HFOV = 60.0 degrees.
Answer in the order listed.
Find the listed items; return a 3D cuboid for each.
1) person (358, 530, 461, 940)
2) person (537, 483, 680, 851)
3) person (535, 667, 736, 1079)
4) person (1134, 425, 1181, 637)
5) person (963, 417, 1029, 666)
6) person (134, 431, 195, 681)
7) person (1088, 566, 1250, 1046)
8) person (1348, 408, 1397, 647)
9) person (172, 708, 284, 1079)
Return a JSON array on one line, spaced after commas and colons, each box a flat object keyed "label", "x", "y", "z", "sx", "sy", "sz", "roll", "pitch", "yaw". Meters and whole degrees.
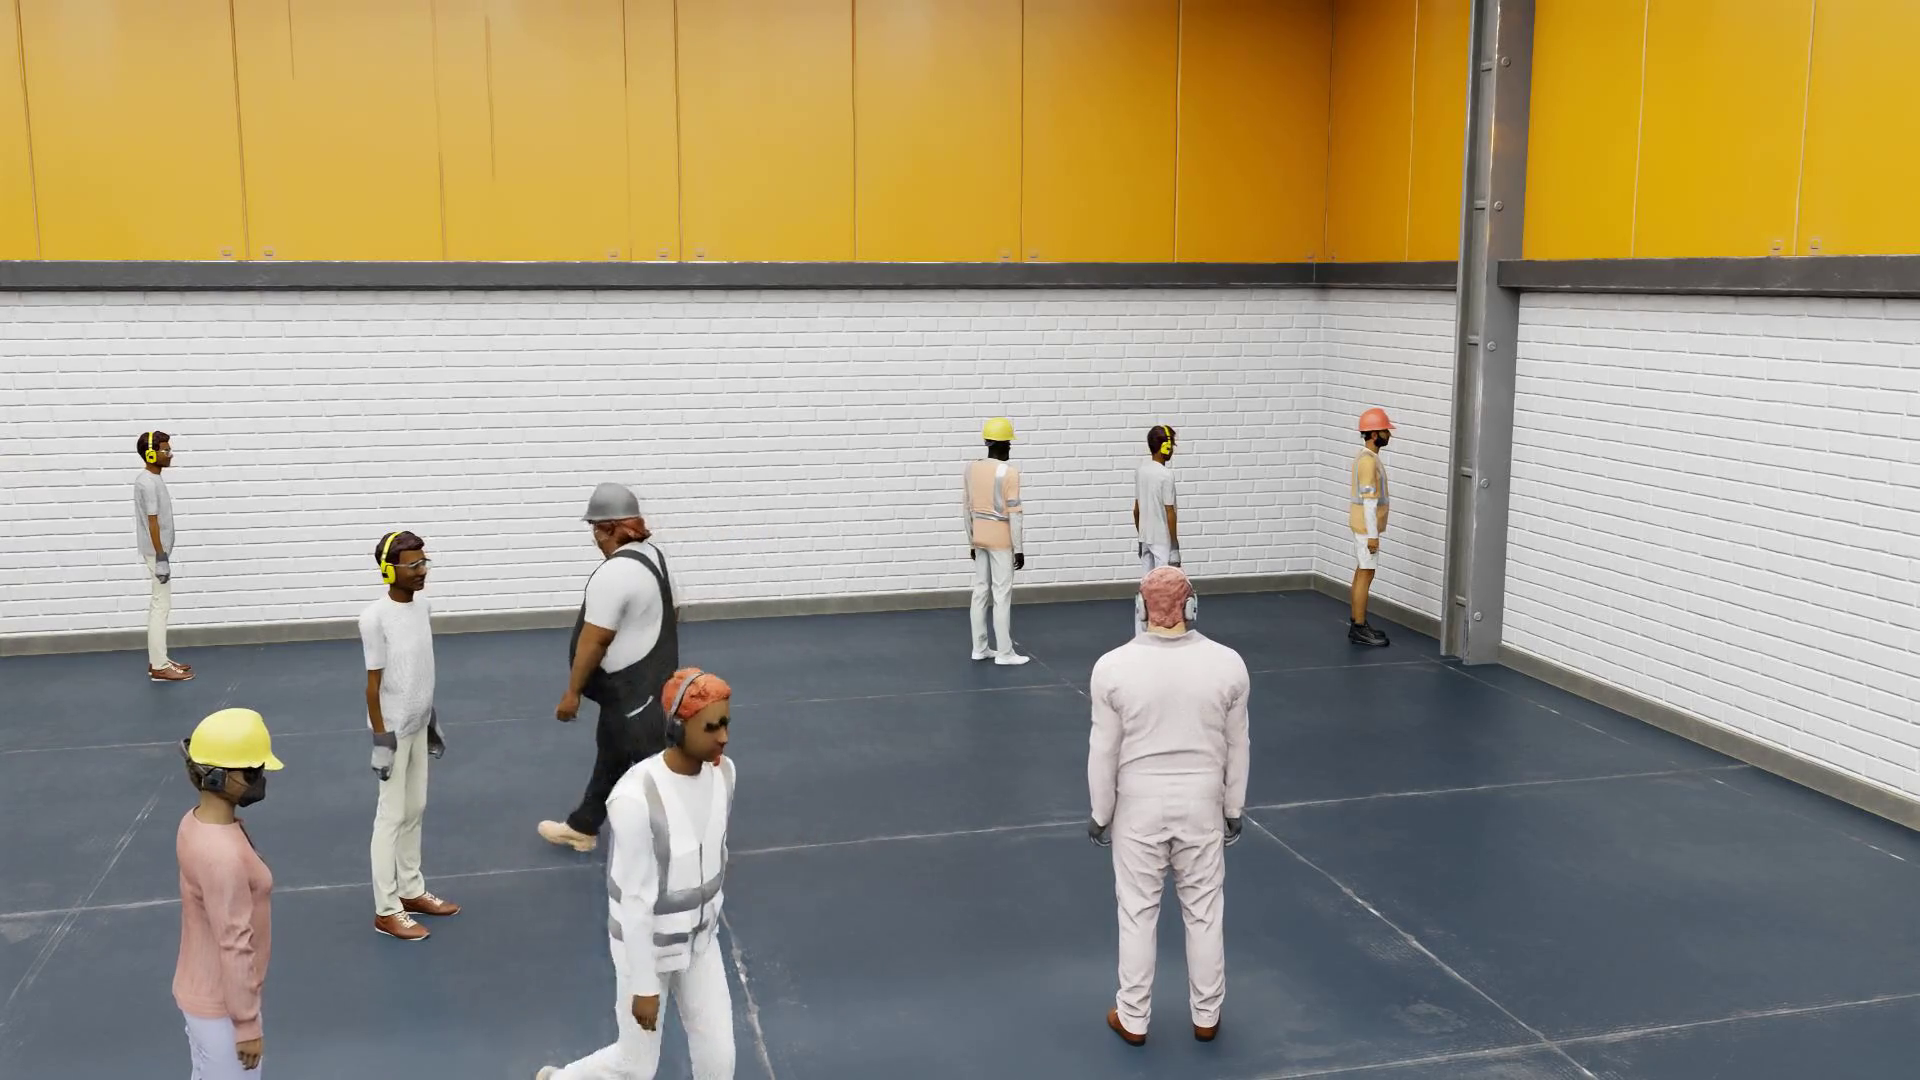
[{"label": "person", "x": -2.544, "y": 0.878, "z": 7.671, "sx": 0.334, "sy": 1.873, "sz": 0.517, "roll": 2, "pitch": 9, "yaw": 12}, {"label": "person", "x": -1.703, "y": 0.669, "z": 8.444, "sx": 1.012, "sy": 2.000, "sz": 0.689, "roll": 1, "pitch": 9, "yaw": 6}, {"label": "person", "x": -1.024, "y": 1.269, "z": 5.362, "sx": 0.824, "sy": 1.836, "sz": 0.557, "roll": 7, "pitch": 11, "yaw": 35}, {"label": "person", "x": 1.553, "y": 0.037, "z": 12.939, "sx": 0.328, "sy": 1.867, "sz": 0.509, "roll": -5, "pitch": 10, "yaw": -29}, {"label": "person", "x": 0.278, "y": 0.012, "z": 12.898, "sx": 0.371, "sy": 1.929, "sz": 0.584, "roll": -9, "pitch": 13, "yaw": -43}, {"label": "person", "x": -5.968, "y": 0.115, "z": 12.435, "sx": 0.313, "sy": 1.870, "sz": 0.532, "roll": -5, "pitch": 10, "yaw": -27}, {"label": "person", "x": 0.810, "y": 1.044, "z": 6.546, "sx": 0.636, "sy": 1.902, "sz": 0.406, "roll": -1, "pitch": 9, "yaw": -4}, {"label": "person", "x": 3.363, "y": -0.108, "z": 13.606, "sx": 0.350, "sy": 1.942, "sz": 0.545, "roll": 1, "pitch": 9, "yaw": 9}, {"label": "person", "x": -2.161, "y": 1.367, "z": 4.968, "sx": 0.337, "sy": 1.761, "sz": 0.526, "roll": -6, "pitch": 11, "yaw": -33}]
